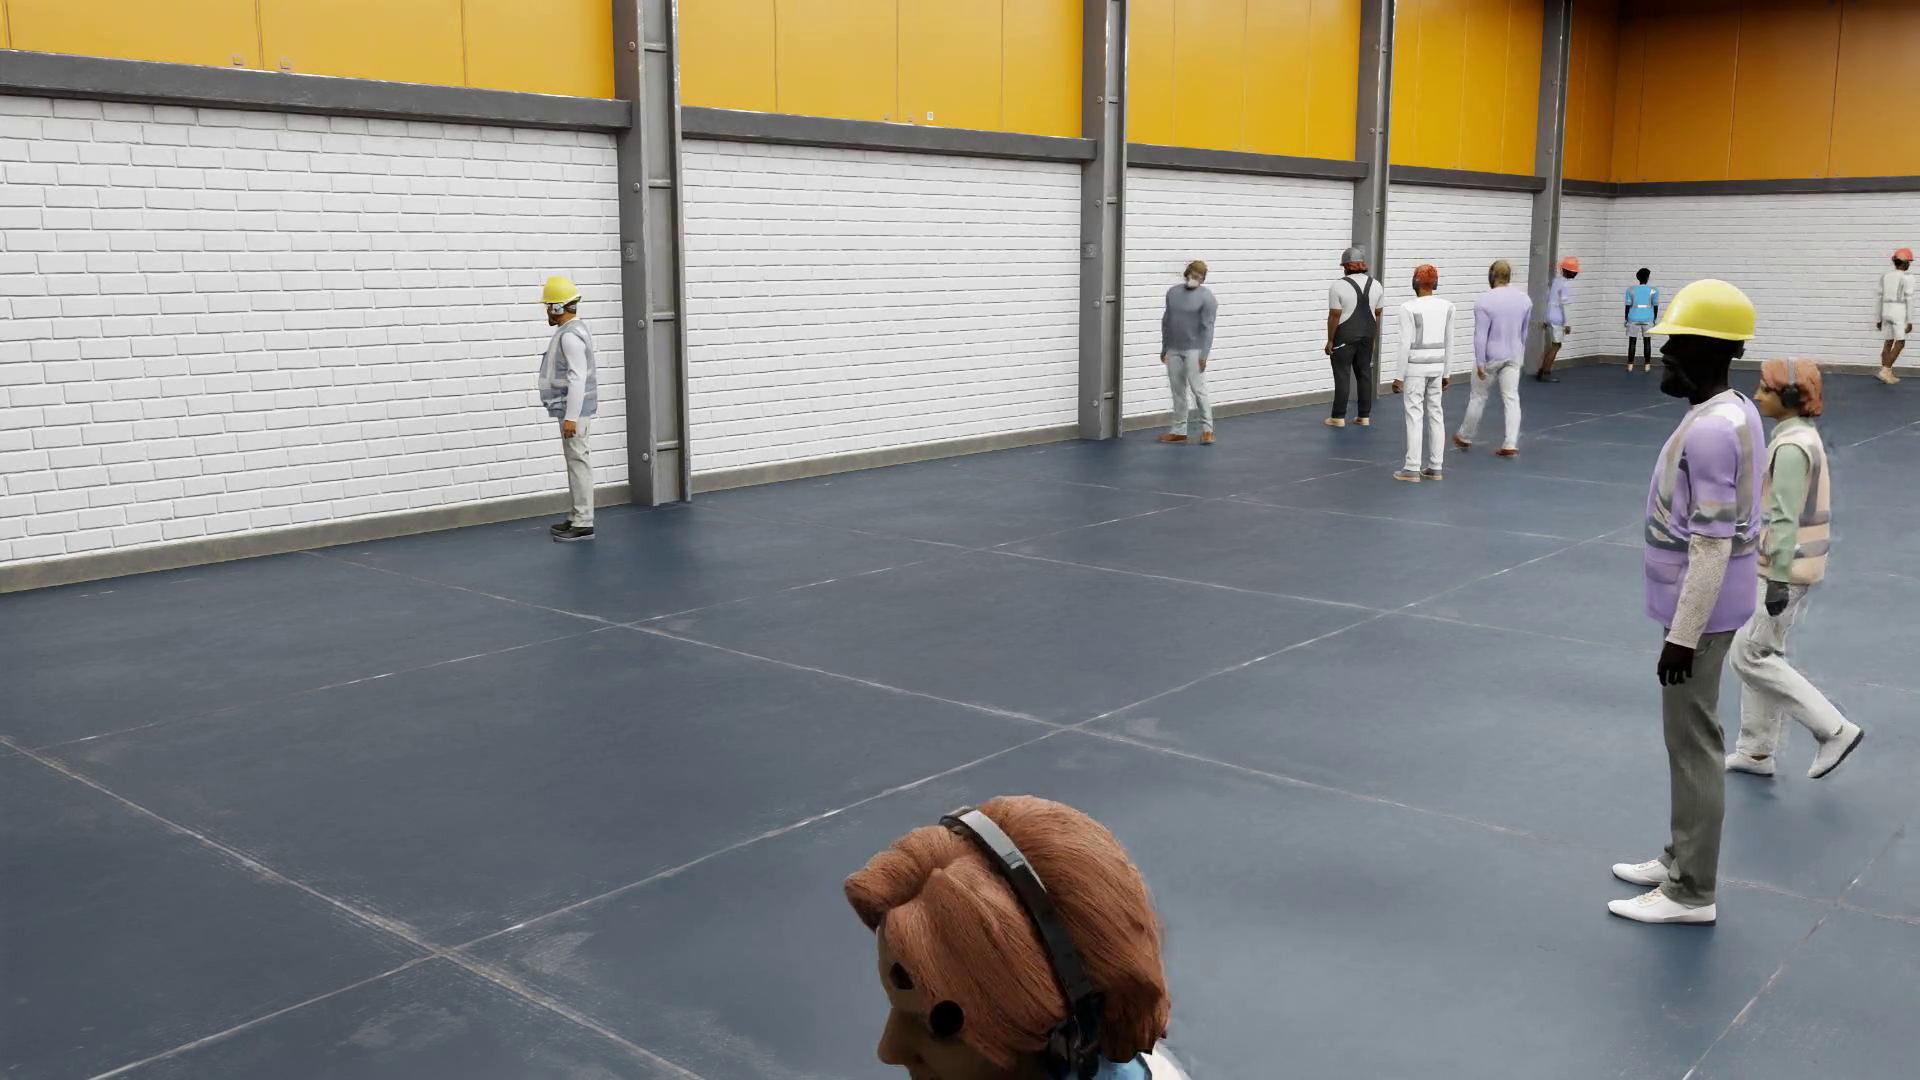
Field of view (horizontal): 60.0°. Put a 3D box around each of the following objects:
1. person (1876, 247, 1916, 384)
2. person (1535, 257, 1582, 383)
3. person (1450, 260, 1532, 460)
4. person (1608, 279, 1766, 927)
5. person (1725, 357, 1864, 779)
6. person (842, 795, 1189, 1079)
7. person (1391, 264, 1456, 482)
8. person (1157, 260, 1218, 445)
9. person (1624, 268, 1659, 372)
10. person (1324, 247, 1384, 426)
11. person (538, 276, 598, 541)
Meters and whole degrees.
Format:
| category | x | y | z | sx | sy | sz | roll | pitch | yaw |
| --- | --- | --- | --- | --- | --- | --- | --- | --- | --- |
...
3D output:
| category | x | y | z | sx | sy | sz | roll | pitch | yaw |
| --- | --- | --- | --- | --- | --- | --- | --- | --- | --- |
| person | 13.954 | -3.341 | 24.852 | 0.502 | 2.048 | 0.633 | -3 | 10 | -17 |
| person | 9.005 | -3.295 | 24.962 | 0.524 | 1.891 | 0.566 | 1 | 10 | 4 |
| person | 5.190 | -1.760 | 16.207 | 0.646 | 1.897 | 0.953 | -2 | 10 | -10 |
| person | 2.193 | 0.194 | 4.989 | 0.353 | 1.930 | 0.590 | 5 | 11 | 25 |
| person | 3.119 | 0.128 | 6.231 | 0.451 | 1.624 | 0.532 | 5 | 11 | 28 |
| person | 0.104 | 0.982 | 1.372 | 0.443 | 1.620 | 0.537 | 4 | 11 | 22 |
| person | 4.022 | -1.445 | 14.454 | 0.584 | 1.882 | 0.337 | -4 | 11 | -23 |
| person | 2.384 | -1.925 | 17.177 | 0.398 | 1.899 | 0.709 | -8 | 13 | -38 |
| person | 11.156 | -3.602 | 27.259 | 0.537 | 1.698 | 0.320 | 4 | 11 | 19 |
| person | 4.435 | -2.316 | 18.968 | 0.678 | 2.000 | 0.537 | -4 | 11 | -19 |
| person | -2.715 | -0.906 | 11.544 | 0.404 | 1.829 | 0.591 | -2 | 10 | -13 |
